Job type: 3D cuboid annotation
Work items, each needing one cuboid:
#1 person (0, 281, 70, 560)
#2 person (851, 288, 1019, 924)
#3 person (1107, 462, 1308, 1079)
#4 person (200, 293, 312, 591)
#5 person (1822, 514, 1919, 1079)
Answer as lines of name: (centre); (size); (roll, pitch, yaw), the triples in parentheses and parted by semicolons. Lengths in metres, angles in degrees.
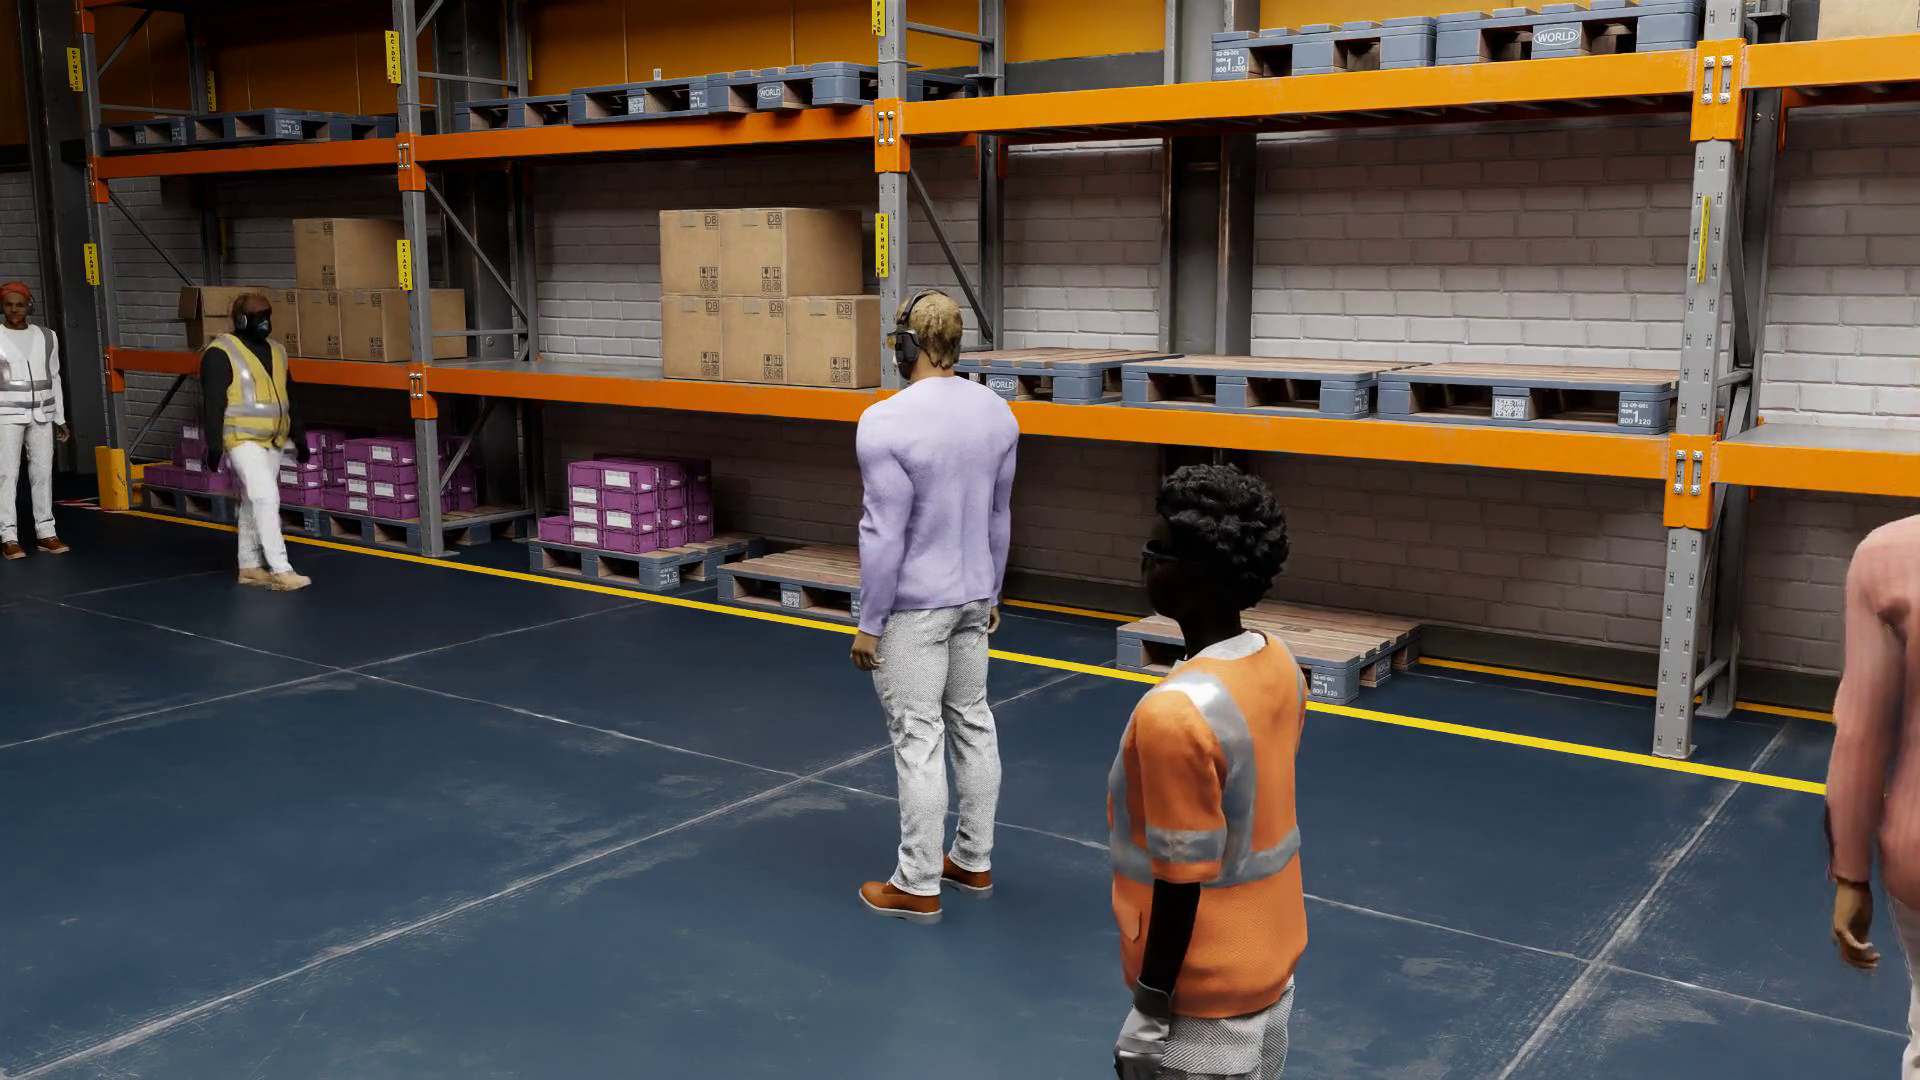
person: (-6.406, -0.816, 11.374); (0.337, 1.879, 0.585); (6, 12, 34)
person: (-0.088, 0.204, 5.126); (0.367, 1.939, 0.635); (8, 13, 41)
person: (0.410, 0.714, 2.802); (0.318, 1.700, 0.535); (5, 11, 26)
person: (-4.222, -0.593, 10.224); (0.783, 1.815, 0.661); (3, 10, 17)
person: (1.796, 0.578, 2.847); (0.603, 1.965, 0.950); (9, 13, 42)
